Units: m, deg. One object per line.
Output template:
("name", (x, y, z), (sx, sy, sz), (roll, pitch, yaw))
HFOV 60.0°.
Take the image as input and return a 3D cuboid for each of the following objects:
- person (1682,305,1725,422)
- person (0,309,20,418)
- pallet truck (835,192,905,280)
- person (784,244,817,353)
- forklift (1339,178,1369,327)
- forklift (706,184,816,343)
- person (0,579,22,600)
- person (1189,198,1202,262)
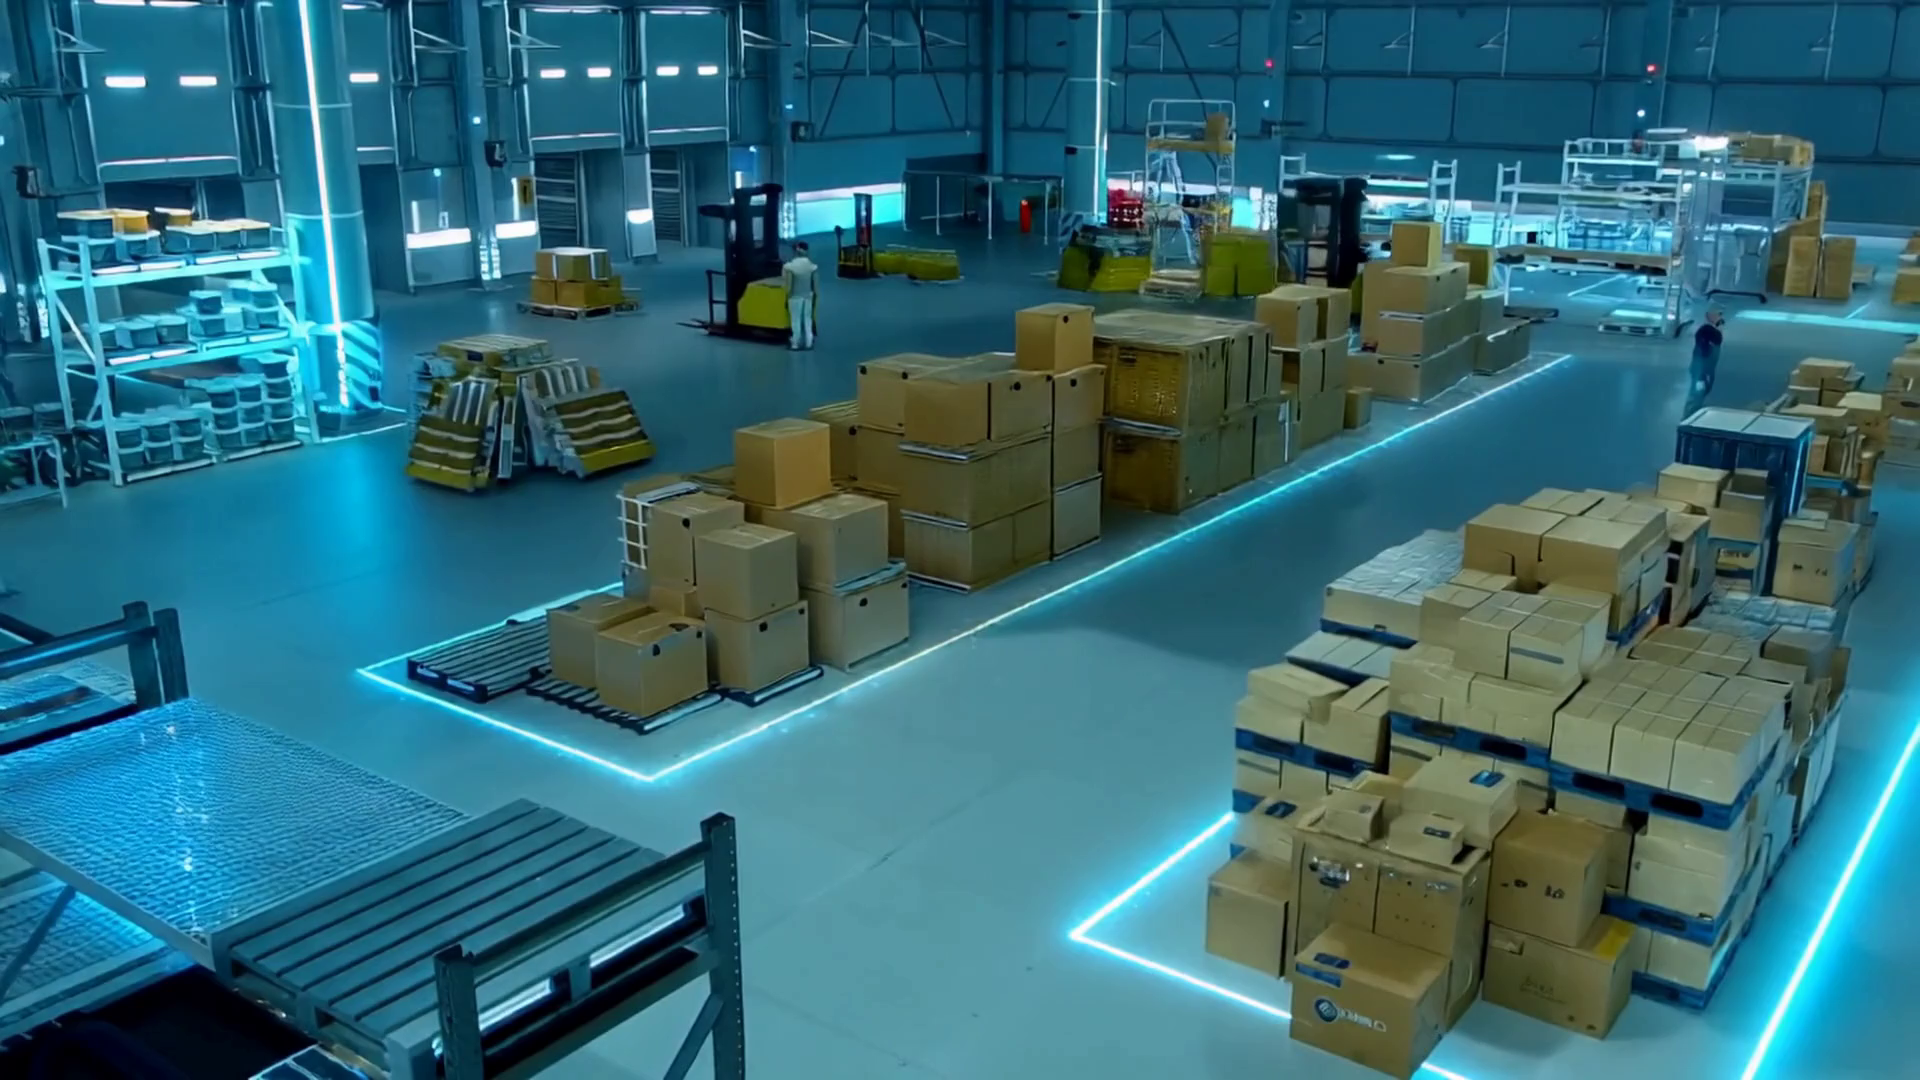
("person", (10.271, -2.282, 22.962), (0.378, 1.930, 0.624), (13, 21, 37))
("person", (-14.223, -2.770, 24.572), (0.387, 1.923, 0.601), (-7, 18, -21))
("pallet truck", (-1.936, -7.159, 38.982), (1.885, 1.965, 0.823), (-12, 21, -34))
("person", (-2.844, -4.308, 29.668), (0.634, 1.930, 0.384), (-9, 19, -28))
("forklift", (7.553, -5.562, 32.193), (1.873, 2.768, 1.129), (3, 17, 10))
("forklift", (-3.712, -5.181, 30.930), (1.873, 2.768, 1.129), (12, 21, 35))
("person", (-9.945, -0.218, 16.361), (0.979, 1.799, 0.633), (-1, 17, -4))
("person", (5.727, -7.456, 40.477), (0.322, 1.697, 0.532), (-2, 17, -5))
